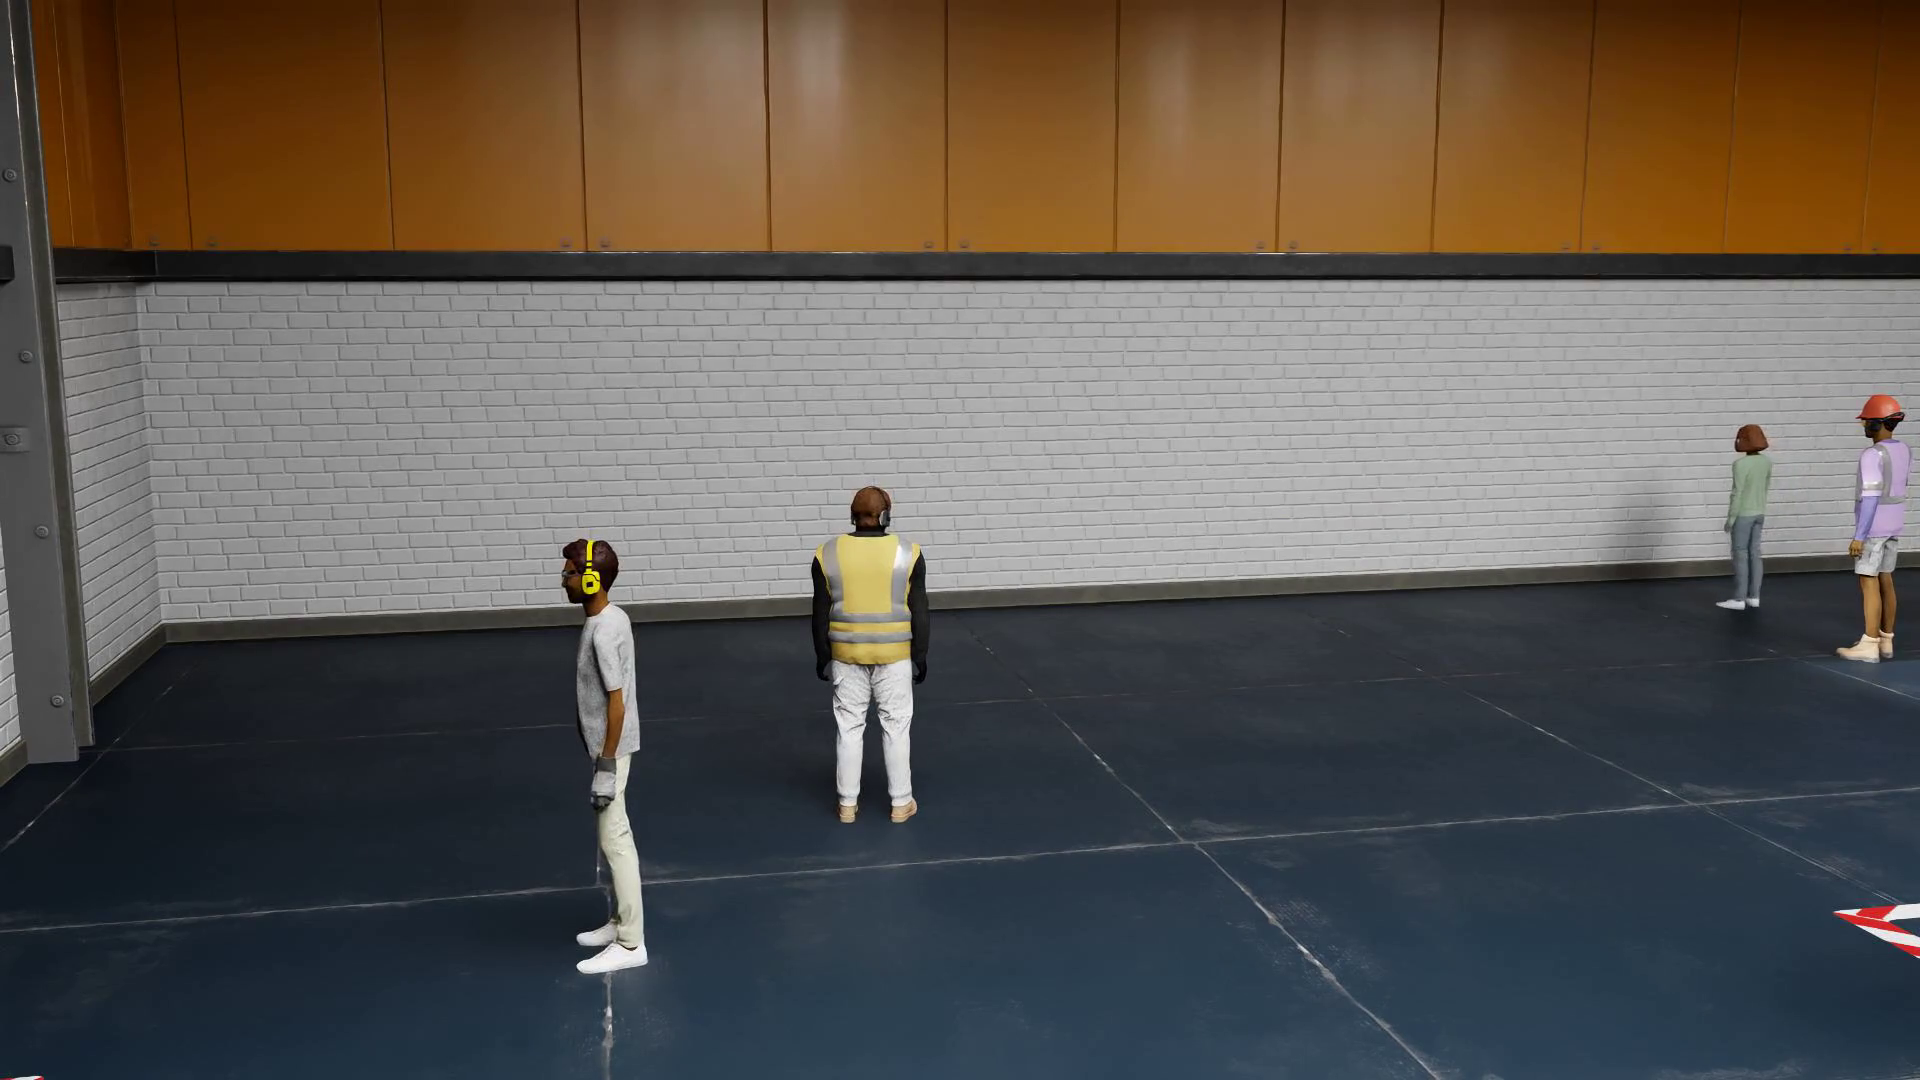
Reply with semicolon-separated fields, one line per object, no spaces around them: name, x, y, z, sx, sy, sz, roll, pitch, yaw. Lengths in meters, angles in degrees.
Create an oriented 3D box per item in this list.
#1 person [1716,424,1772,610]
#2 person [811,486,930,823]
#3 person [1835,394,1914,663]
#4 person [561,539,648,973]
person;6.929;-0.202;14.646;0.505;1.631;0.268;-6;11;-31
person;-0.478;0.623;9.008;0.637;1.835;0.429;0;9;2
person;6.976;-0.089;12.716;0.614;2.041;0.393;-7;12;-37
person;-1.523;0.916;7.118;0.313;1.869;0.528;-2;9;-11
